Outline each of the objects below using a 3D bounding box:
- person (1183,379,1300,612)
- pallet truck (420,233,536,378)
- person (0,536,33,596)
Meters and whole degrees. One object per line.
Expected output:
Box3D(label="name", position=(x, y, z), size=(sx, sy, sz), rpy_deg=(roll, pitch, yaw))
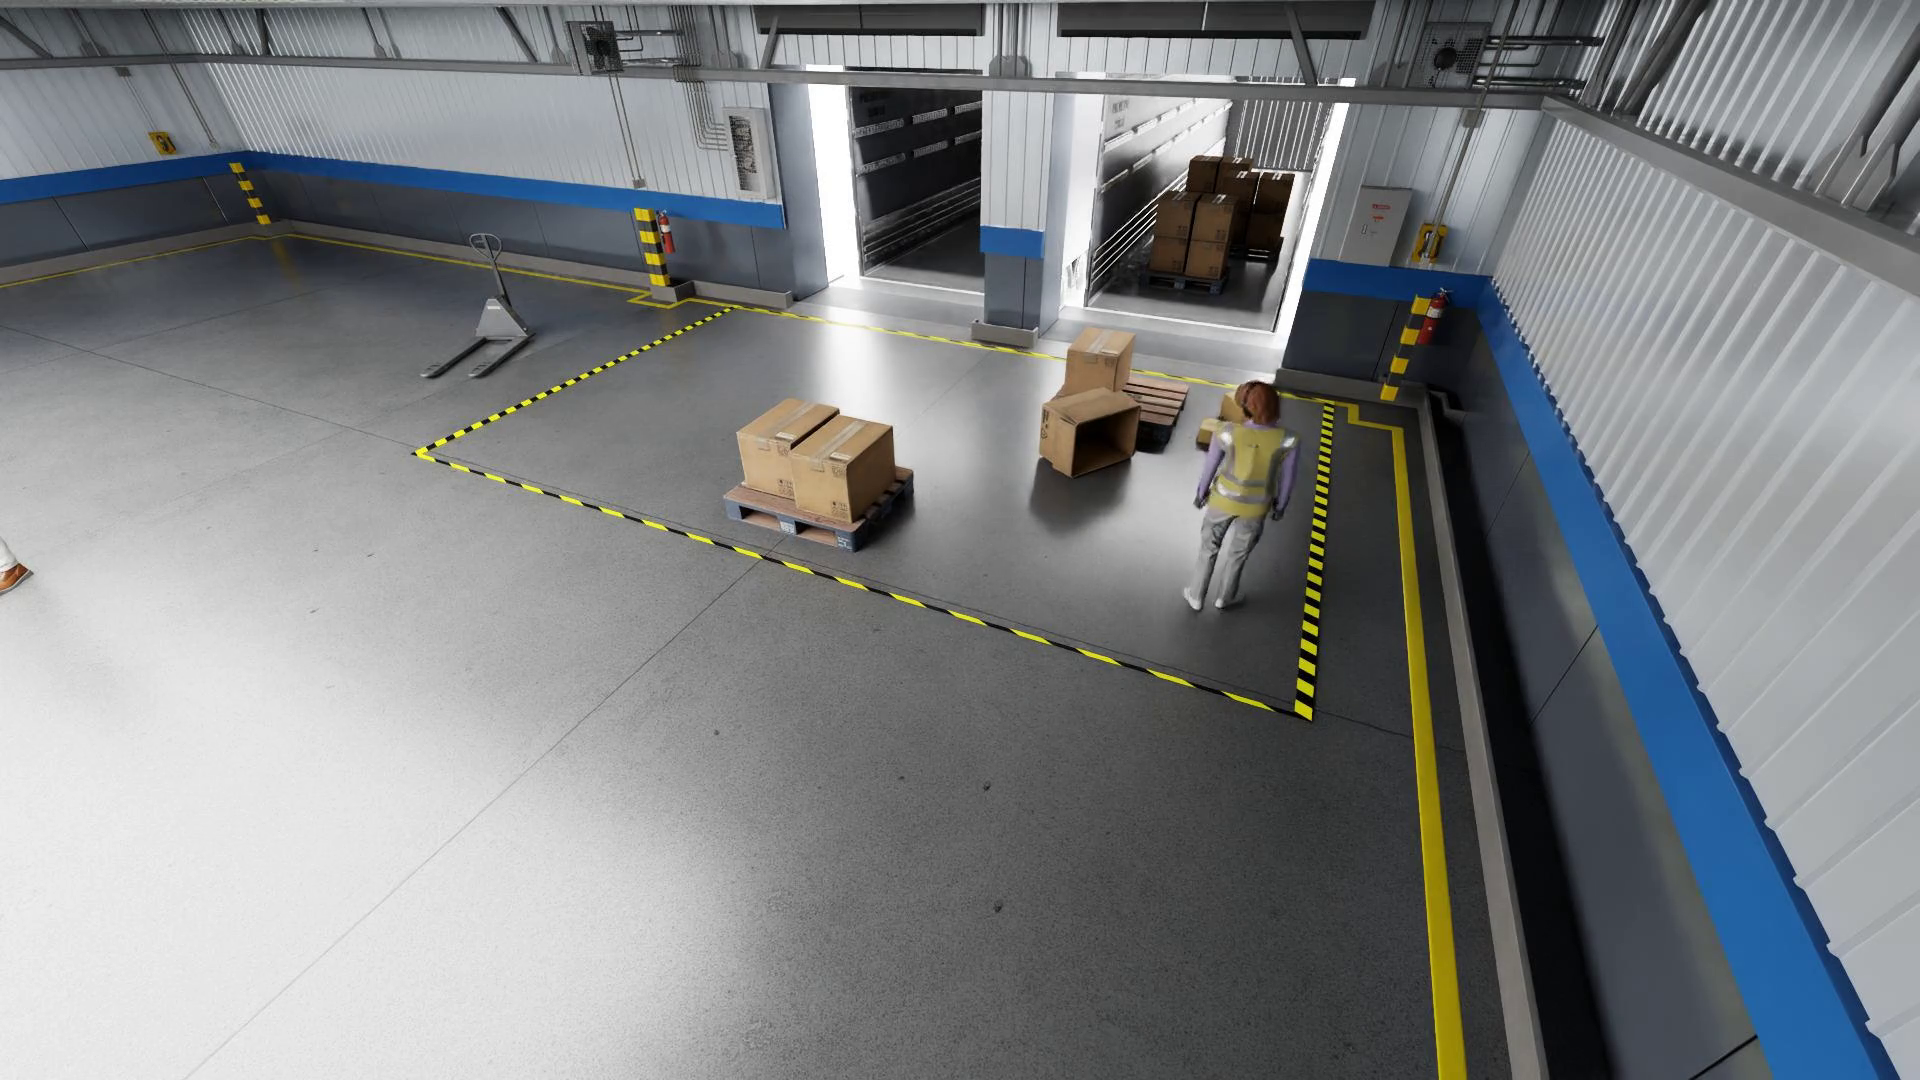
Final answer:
Box3D(label="person", position=(1.746, -0.214, 4.587), size=(0.553, 1.629, 0.325), rpy_deg=(11, 37, 15))
Box3D(label="pallet truck", position=(-5.664, -2.712, 8.427), size=(0.680, 1.201, 1.601), rpy_deg=(0, 35, -1))
Box3D(label="person", position=(-6.873, -0.467, 4.664), size=(0.603, 1.949, 0.386), rpy_deg=(0, 35, 0))
